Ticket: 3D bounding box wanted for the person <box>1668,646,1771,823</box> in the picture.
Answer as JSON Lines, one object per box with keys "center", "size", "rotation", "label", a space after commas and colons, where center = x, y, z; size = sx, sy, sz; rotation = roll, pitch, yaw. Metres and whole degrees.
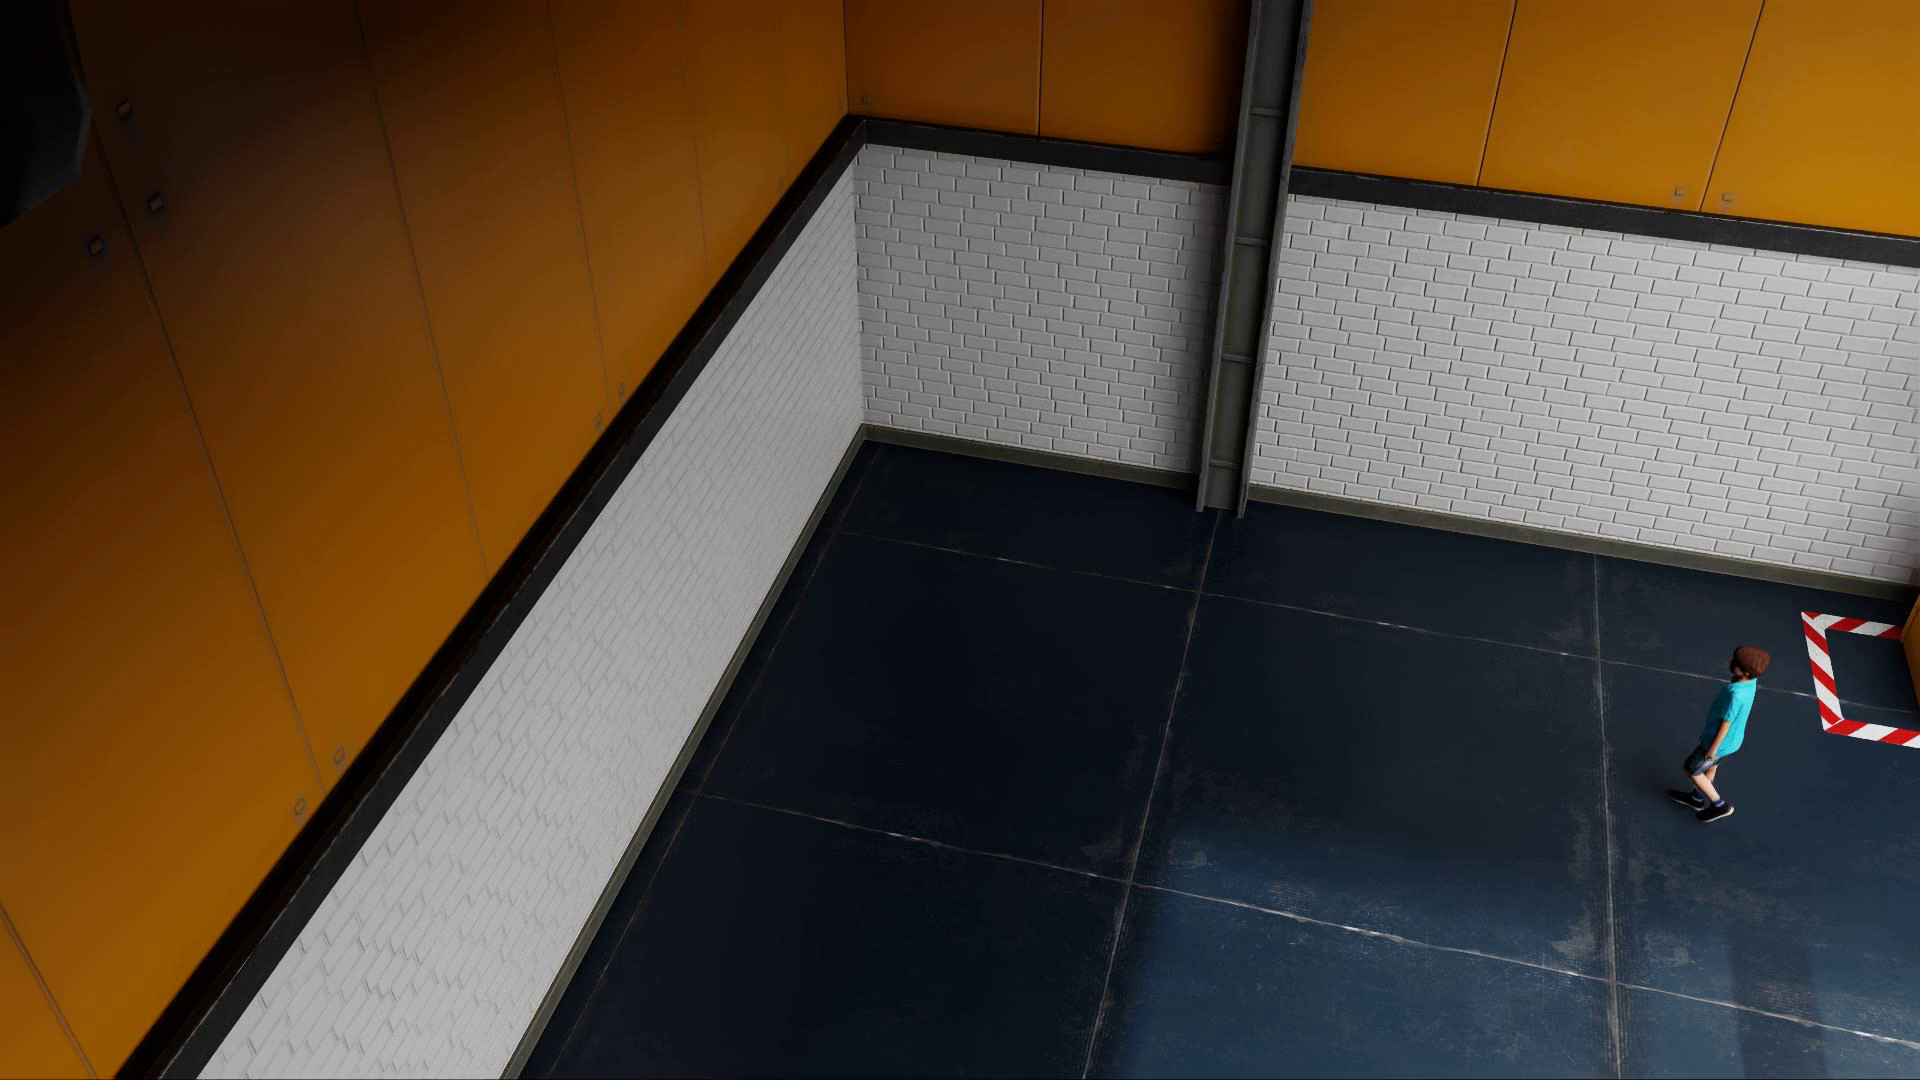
{"center": [5.001, 1.282, 10.774], "size": [0.737, 1.443, 0.663], "rotation": [25, 45, 28], "label": "person"}
